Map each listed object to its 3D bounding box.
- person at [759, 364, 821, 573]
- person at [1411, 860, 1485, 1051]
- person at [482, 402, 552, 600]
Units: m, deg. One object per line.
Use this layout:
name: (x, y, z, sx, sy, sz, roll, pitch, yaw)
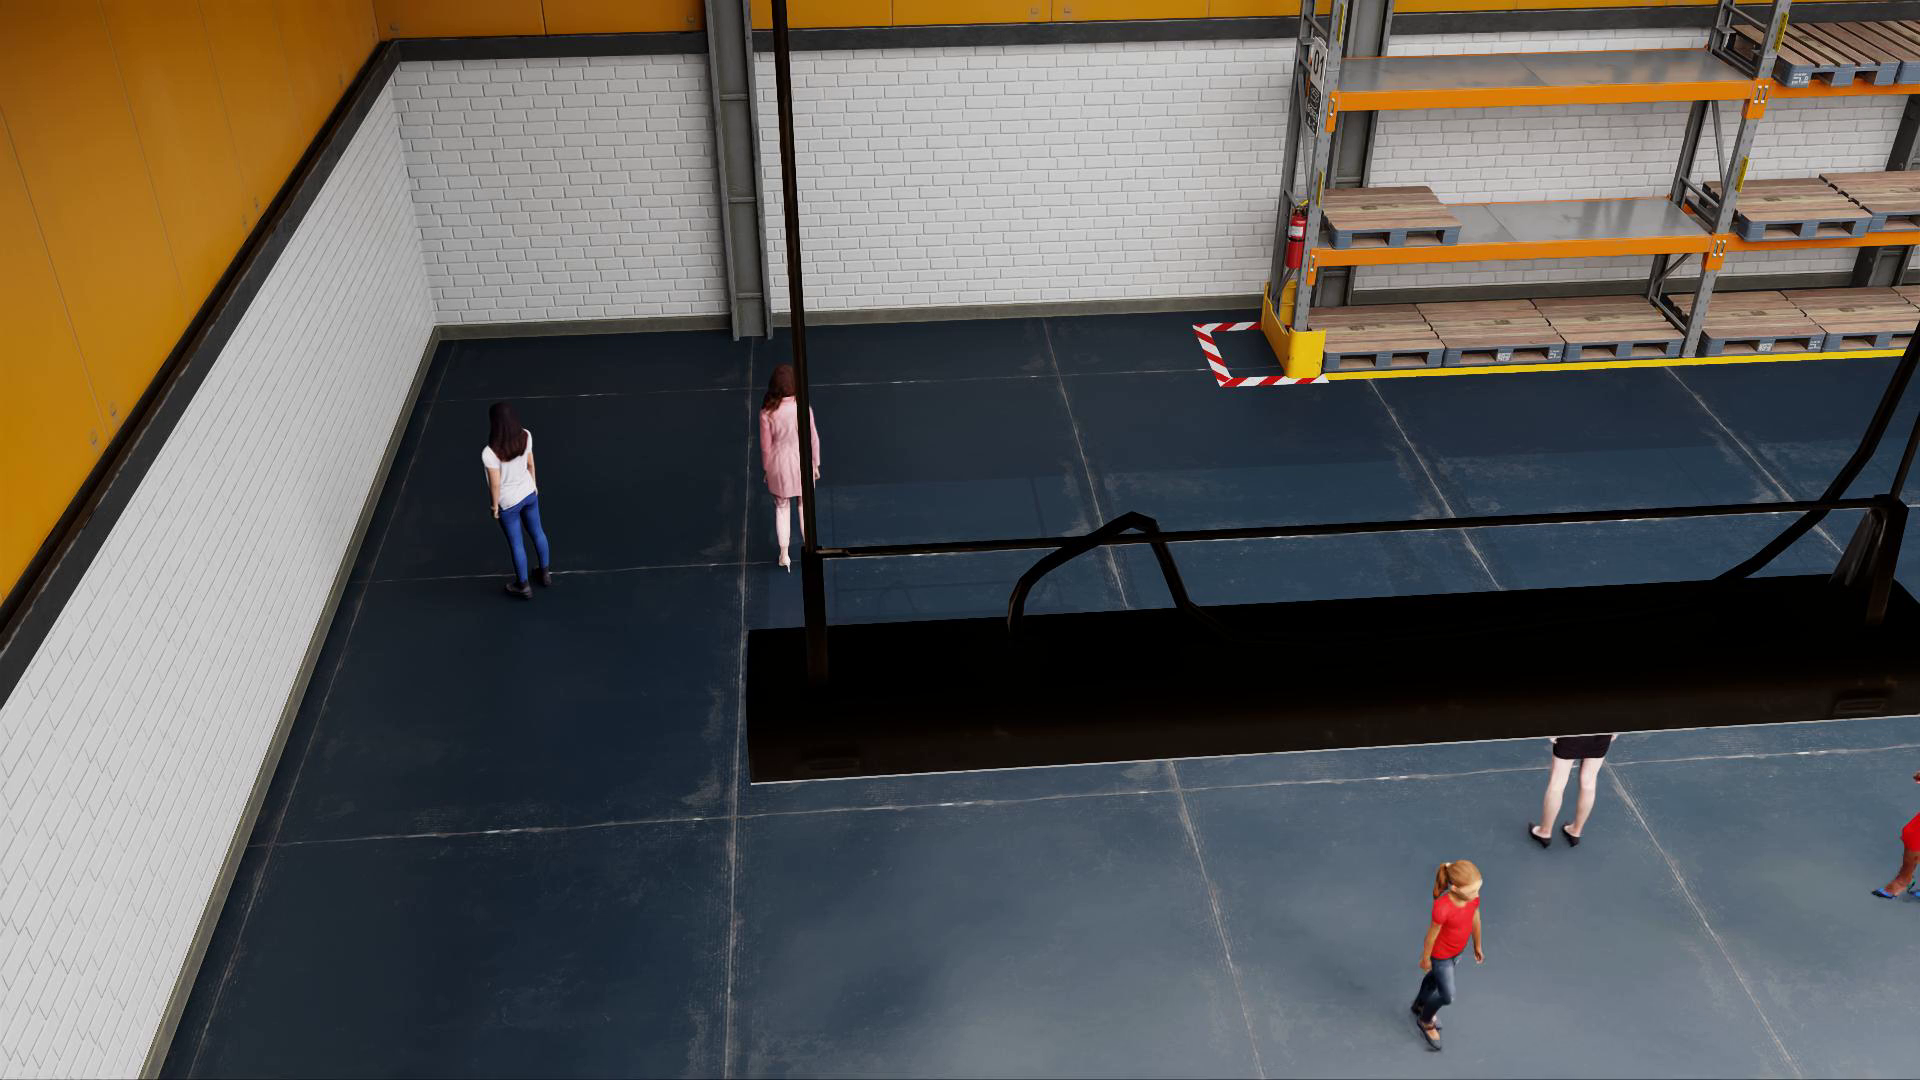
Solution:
person: (-1.329, -0.548, 13.030, 0.469, 1.803, 0.680, -5, 34, -8)
person: (2.665, 2.240, 9.292, 0.579, 1.299, 0.648, -24, 41, -32)
person: (-3.403, -0.302, 12.767, 0.723, 1.685, 0.677, 22, 40, 30)
